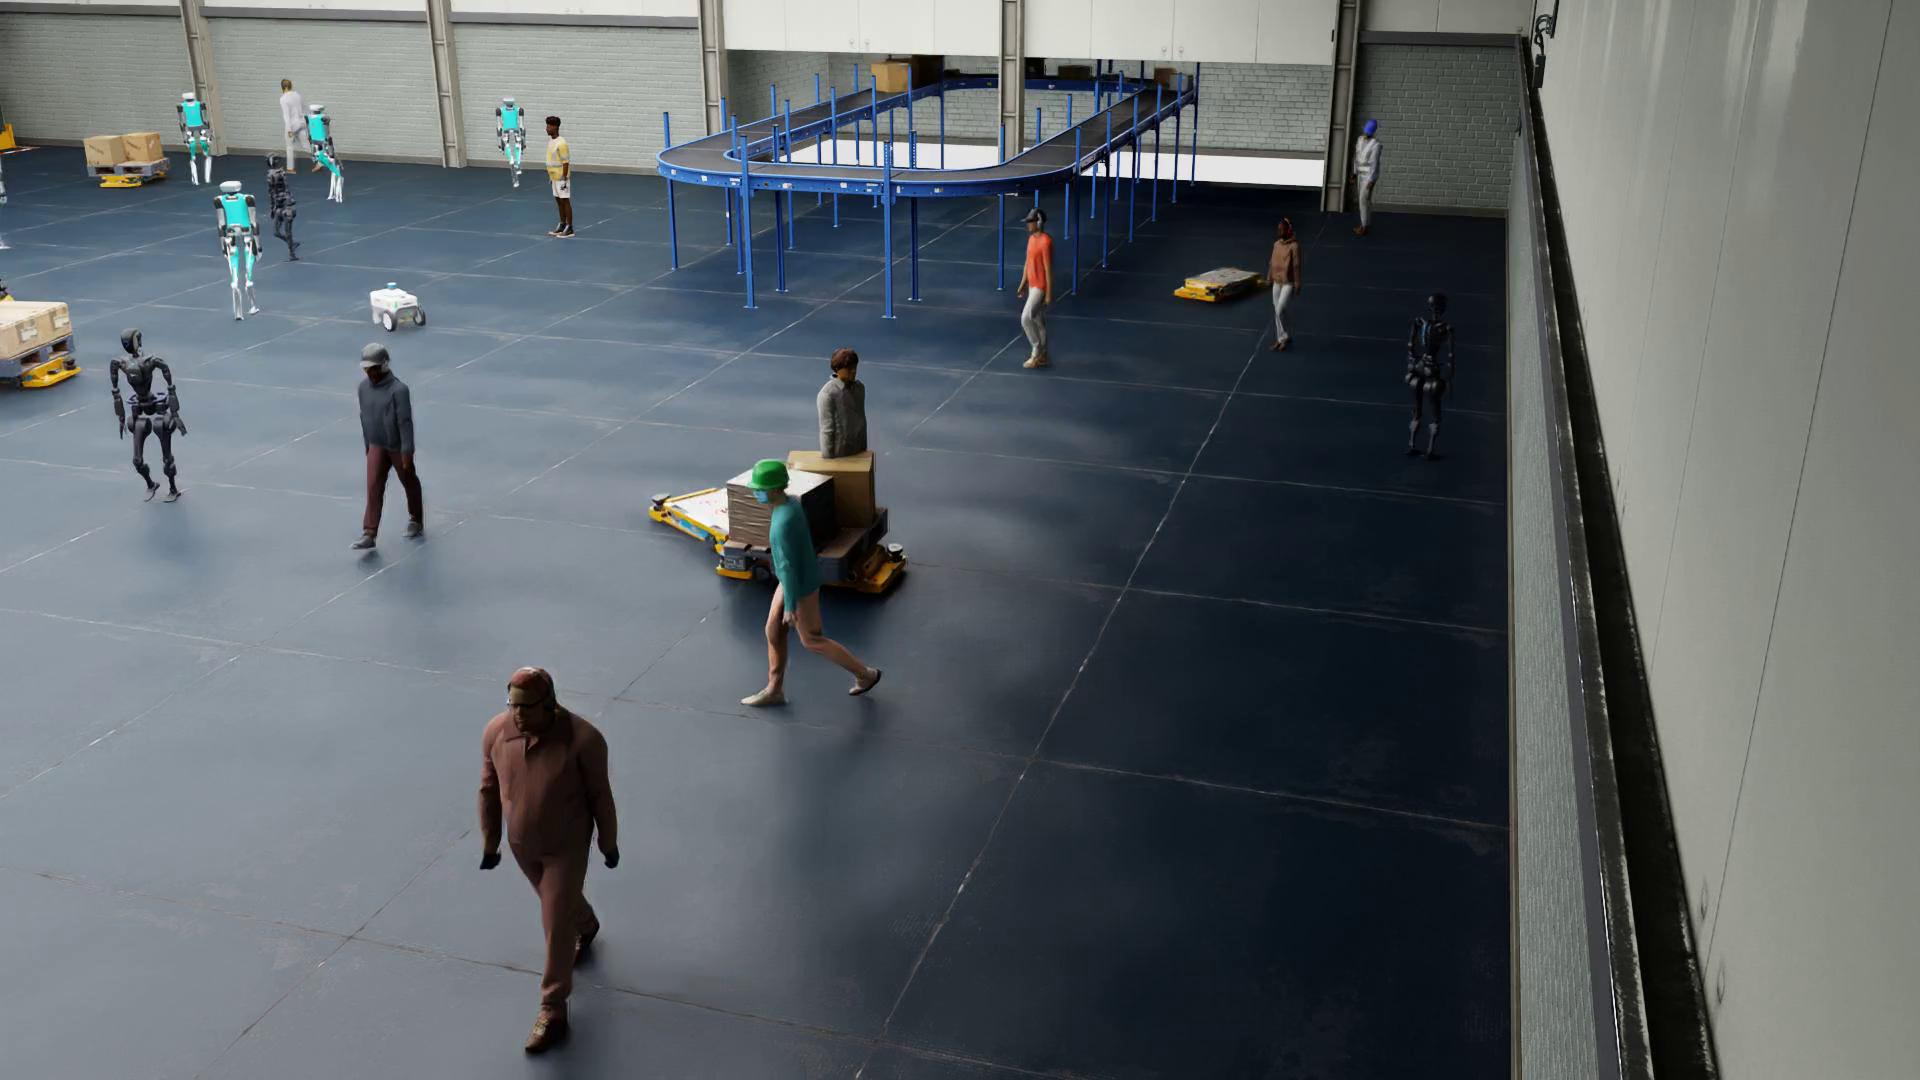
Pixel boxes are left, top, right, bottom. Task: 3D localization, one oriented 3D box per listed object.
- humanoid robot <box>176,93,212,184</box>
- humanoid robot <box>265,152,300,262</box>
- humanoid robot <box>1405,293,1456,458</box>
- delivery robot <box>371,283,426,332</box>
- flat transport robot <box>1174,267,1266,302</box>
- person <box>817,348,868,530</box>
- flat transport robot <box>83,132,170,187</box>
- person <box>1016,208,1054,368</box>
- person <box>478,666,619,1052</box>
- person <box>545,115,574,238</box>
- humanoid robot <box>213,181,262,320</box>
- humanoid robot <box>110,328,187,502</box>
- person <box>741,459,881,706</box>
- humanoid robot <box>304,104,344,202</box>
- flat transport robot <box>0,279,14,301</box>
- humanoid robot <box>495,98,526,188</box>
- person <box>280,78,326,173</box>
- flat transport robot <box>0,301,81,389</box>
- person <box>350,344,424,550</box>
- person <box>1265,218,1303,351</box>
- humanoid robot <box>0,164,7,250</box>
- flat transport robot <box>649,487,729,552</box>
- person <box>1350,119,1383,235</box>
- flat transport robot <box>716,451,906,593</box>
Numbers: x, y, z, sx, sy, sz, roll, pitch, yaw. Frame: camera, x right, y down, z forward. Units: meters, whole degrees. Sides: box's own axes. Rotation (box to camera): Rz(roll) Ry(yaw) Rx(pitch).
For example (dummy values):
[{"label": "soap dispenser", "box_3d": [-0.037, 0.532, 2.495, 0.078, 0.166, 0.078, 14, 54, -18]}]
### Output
[{"label": "humanoid robot", "box_3d": [-14.905, -7.834, 32.454, 0.566, 1.779, 0.675, -12, 24, -28]}, {"label": "humanoid robot", "box_3d": [-10.338, -5.110, 25.483, 0.589, 1.647, 0.422, 15, 26, 34]}, {"label": "humanoid robot", "box_3d": [4.626, -1.633, 16.450, 0.328, 1.647, 0.586, -16, 26, -36]}, {"label": "delivery robot", "box_3d": [-7.353, -3.033, 21.670, 0.805, 0.612, 0.499, 20, 29, 41]}, {"label": "flat transport robot", "box_3d": [3.700, -3.621, 23.569, 0.659, 0.231, 1.431, 16, 26, 36]}, {"label": "person", "box_3d": [-0.955, -0.708, 13.866, 0.369, 1.826, 0.510, 17, 27, 37]}, {"label": "flat transport robot", "box_3d": [-16.265, -7.120, 32.645, 0.659, 0.231, 1.431, -1, 21, -3]}, {"label": "person", "box_3d": [0.862, -2.948, 19.561, 0.527, 1.896, 0.478, -7, 22, -16]}, {"label": "person", "box_3d": [-2.027, 1.448, 8.219, 0.662, 1.858, 0.992, 6, 22, 15]}, {"label": "person", "box_3d": [-6.586, -5.964, 27.290, 0.367, 1.966, 0.602, -13, 24, -29]}, {"label": "humanoid robot", "box_3d": [-9.576, -3.749, 21.999, 0.553, 1.882, 0.795, -1, 21, -4]}, {"label": "humanoid robot", "box_3d": [-7.372, -1.136, 15.167, 0.597, 1.648, 0.362, -2, 21, -5]}, {"label": "person", "box_3d": [-1.027, 0.305, 11.254, 0.895, 1.814, 0.521, -3, 21, -8]}, {"label": "humanoid robot", "box_3d": [-11.574, -7.074, 30.549, 0.541, 1.848, 0.671, 9, 23, 23]}, {"label": "flat transport robot", "box_3d": [-13.613, -3.194, 22.463, 1.431, 0.231, 0.659, -15, 26, -34]}, {"label": "humanoid robot", "box_3d": [-8.458, -7.458, 31.521, 0.552, 1.752, 1.034, -8, 22, -20]}, {"label": "person", "box_3d": [-13.345, -8.347, 33.597, 0.904, 1.900, 0.650, 9, 23, 23]}, {"label": "flat transport robot", "box_3d": [-11.049, -1.959, 19.260, 1.431, 0.231, 0.659, 2, 21, 5]}, {"label": "person", "box_3d": [-4.890, -0.775, 14.089, 0.581, 1.769, 0.894, 5, 22, 14]}, {"label": "person", "box_3d": [3.940, -3.108, 20.324, 0.402, 1.636, 0.503, -13, 25, -31]}, {"label": "humanoid robot", "box_3d": [-15.453, -5.447, 26.291, 0.578, 1.783, 0.700, 8, 23, 21]}, {"label": "flat transport robot", "box_3d": [-2.091, -0.171, 14.620, 0.659, 0.231, 1.431, -17, 27, -37]}, {"label": "person", "box_3d": [6.734, -6.002, 27.483, 0.450, 1.898, 0.667, -5, 22, -12]}, {"label": "flat transport robot", "box_3d": [-1.227, 0.175, 13.723, 1.431, 0.231, 0.659, 6, 22, 15]}]
